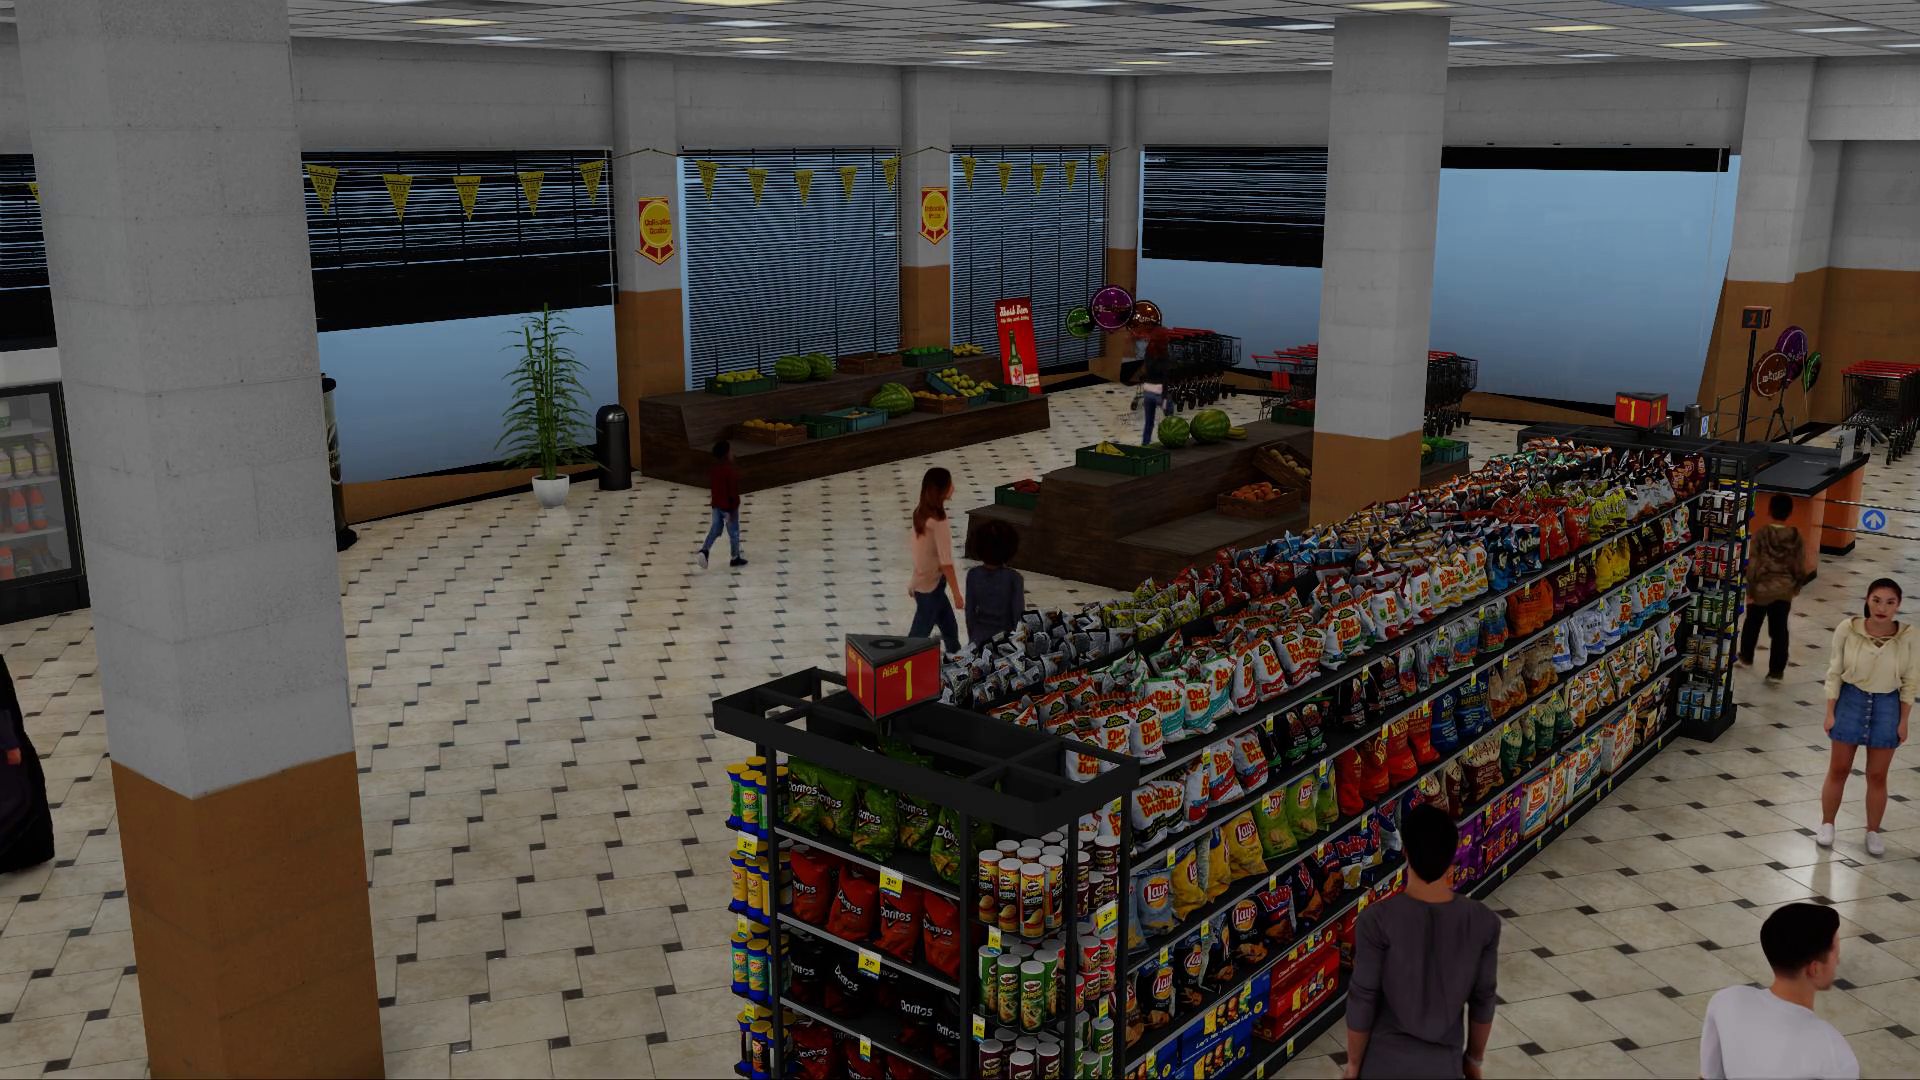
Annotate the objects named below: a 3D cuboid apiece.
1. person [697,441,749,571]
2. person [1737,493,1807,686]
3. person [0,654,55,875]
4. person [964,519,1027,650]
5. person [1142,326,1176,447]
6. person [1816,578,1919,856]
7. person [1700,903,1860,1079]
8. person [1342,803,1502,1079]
[{"bbox_3d":[-2.279,-0.308,15.756,0.540,1.243,0.801,9,17,34],"label":"person"},{"bbox_3d":[6.102,0.396,12.468,0.884,1.424,1.077,3,14,12],"label":"person"},{"bbox_3d":[-5.387,1.119,9.118,0.603,1.599,0.890,10,17,35],"label":"person"},{"bbox_3d":[0.188,0.743,10.479,0.768,1.688,0.942,6,15,22],"label":"person"},{"bbox_3d":[2.353,-1.727,20.483,0.718,1.772,0.646,-12,18,-42],"label":"person"},{"bbox_3d":[5.211,0.998,9.554,0.676,1.628,0.620,7,15,26],"label":"person"},{"bbox_3d":[2.461,1.972,5.068,0.696,1.850,0.745,-7,15,-27],"label":"person"},{"bbox_3d":[1.566,1.805,5.756,0.718,1.849,0.784,-1,14,-6],"label":"person"}]
